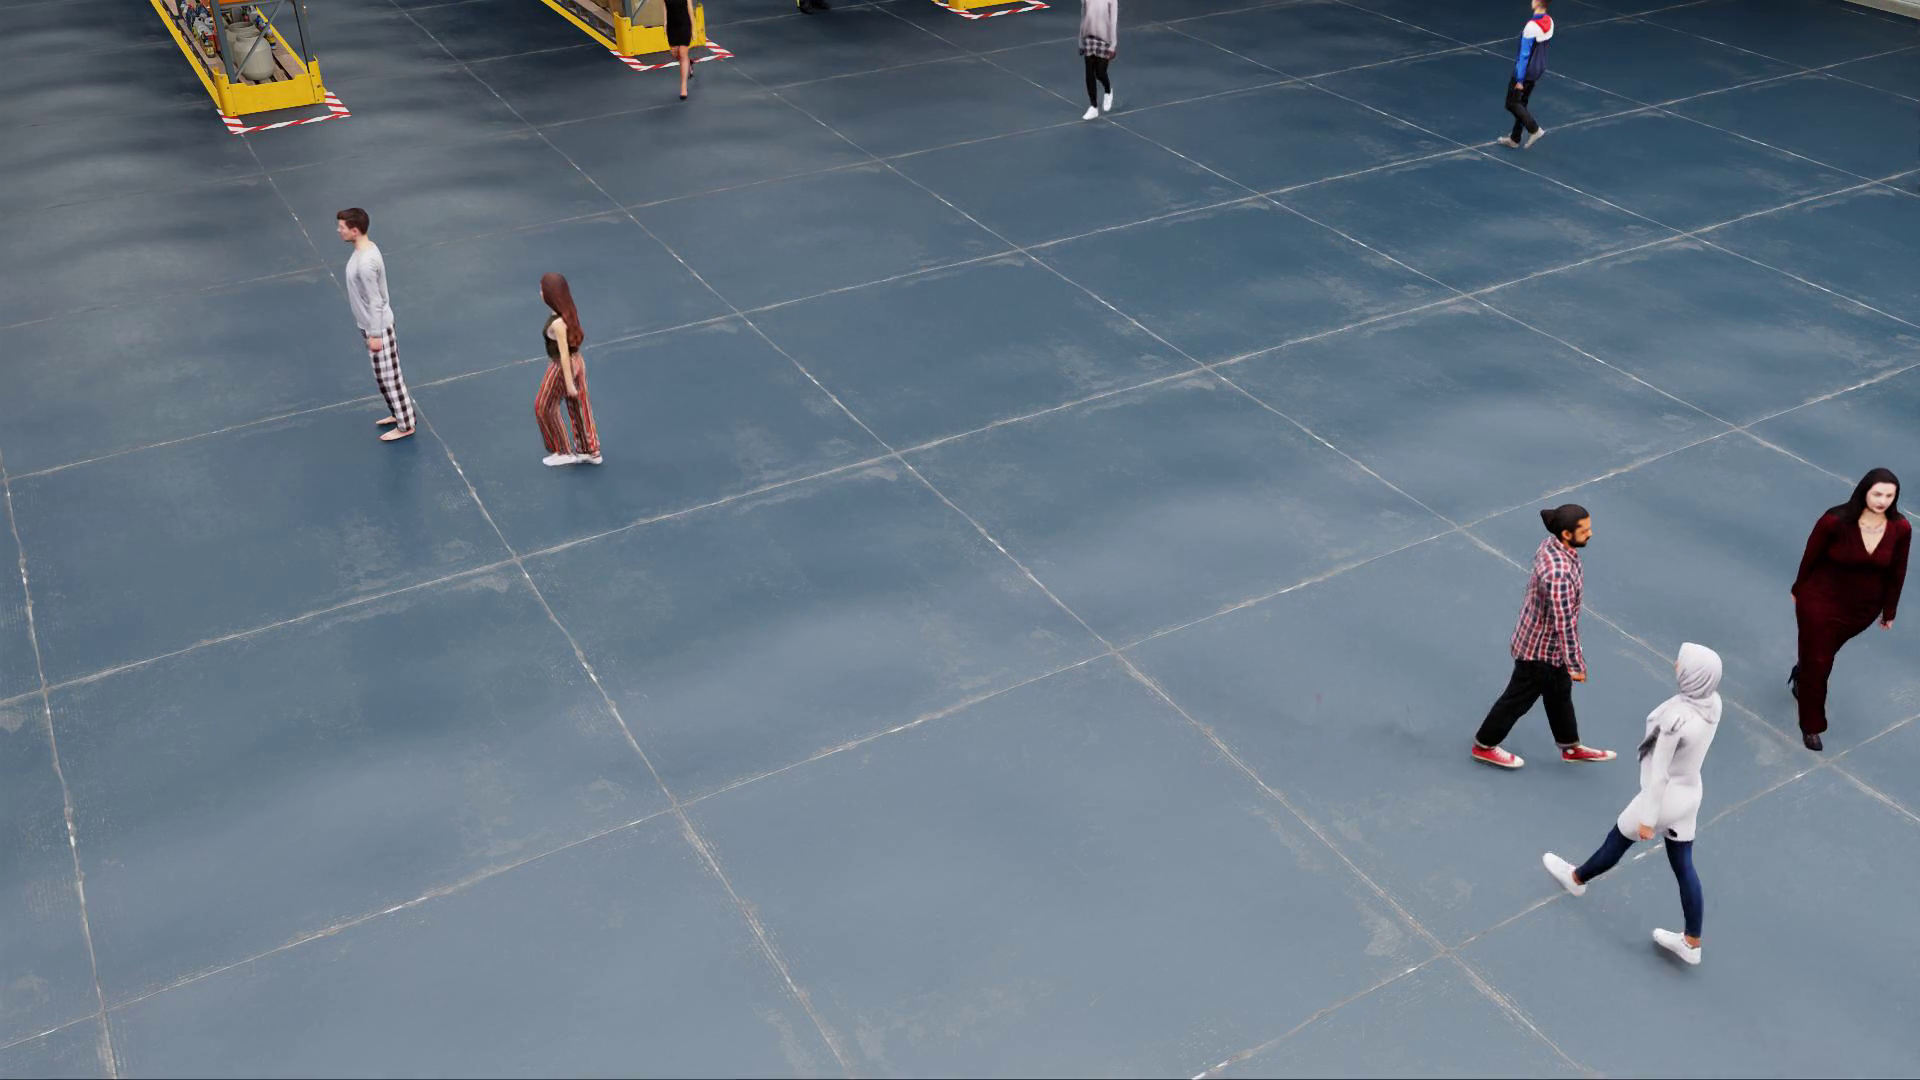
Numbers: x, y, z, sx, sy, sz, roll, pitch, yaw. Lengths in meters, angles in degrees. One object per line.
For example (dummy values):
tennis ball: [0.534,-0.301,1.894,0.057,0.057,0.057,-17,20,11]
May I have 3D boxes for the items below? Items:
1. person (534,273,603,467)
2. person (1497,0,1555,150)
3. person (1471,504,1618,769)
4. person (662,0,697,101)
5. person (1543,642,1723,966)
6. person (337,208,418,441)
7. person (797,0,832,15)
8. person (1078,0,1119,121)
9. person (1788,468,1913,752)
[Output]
person: [-2.850,-1.255,12.354,0.774,1.548,0.725,1,32,2]
person: [6.325,-5.139,18.328,0.715,1.743,0.893,-23,39,-32]
person: [3.178,0.570,9.290,1.151,1.732,1.052,12,34,18]
person: [-3.356,-6.190,20.094,0.840,1.637,0.919,6,33,10]
person: [3.513,1.326,8.095,0.713,1.726,1.155,-20,38,-29]
person: [-4.457,-1.657,12.710,0.720,1.847,0.517,-12,34,-18]
person: [-2.100,-8.472,23.387,0.834,1.983,0.748,-28,42,-36]
person: [1.651,-5.798,19.357,0.831,1.760,0.860,19,37,27]
person: [5.110,0.312,9.717,1.050,1.712,1.175,4,32,6]
